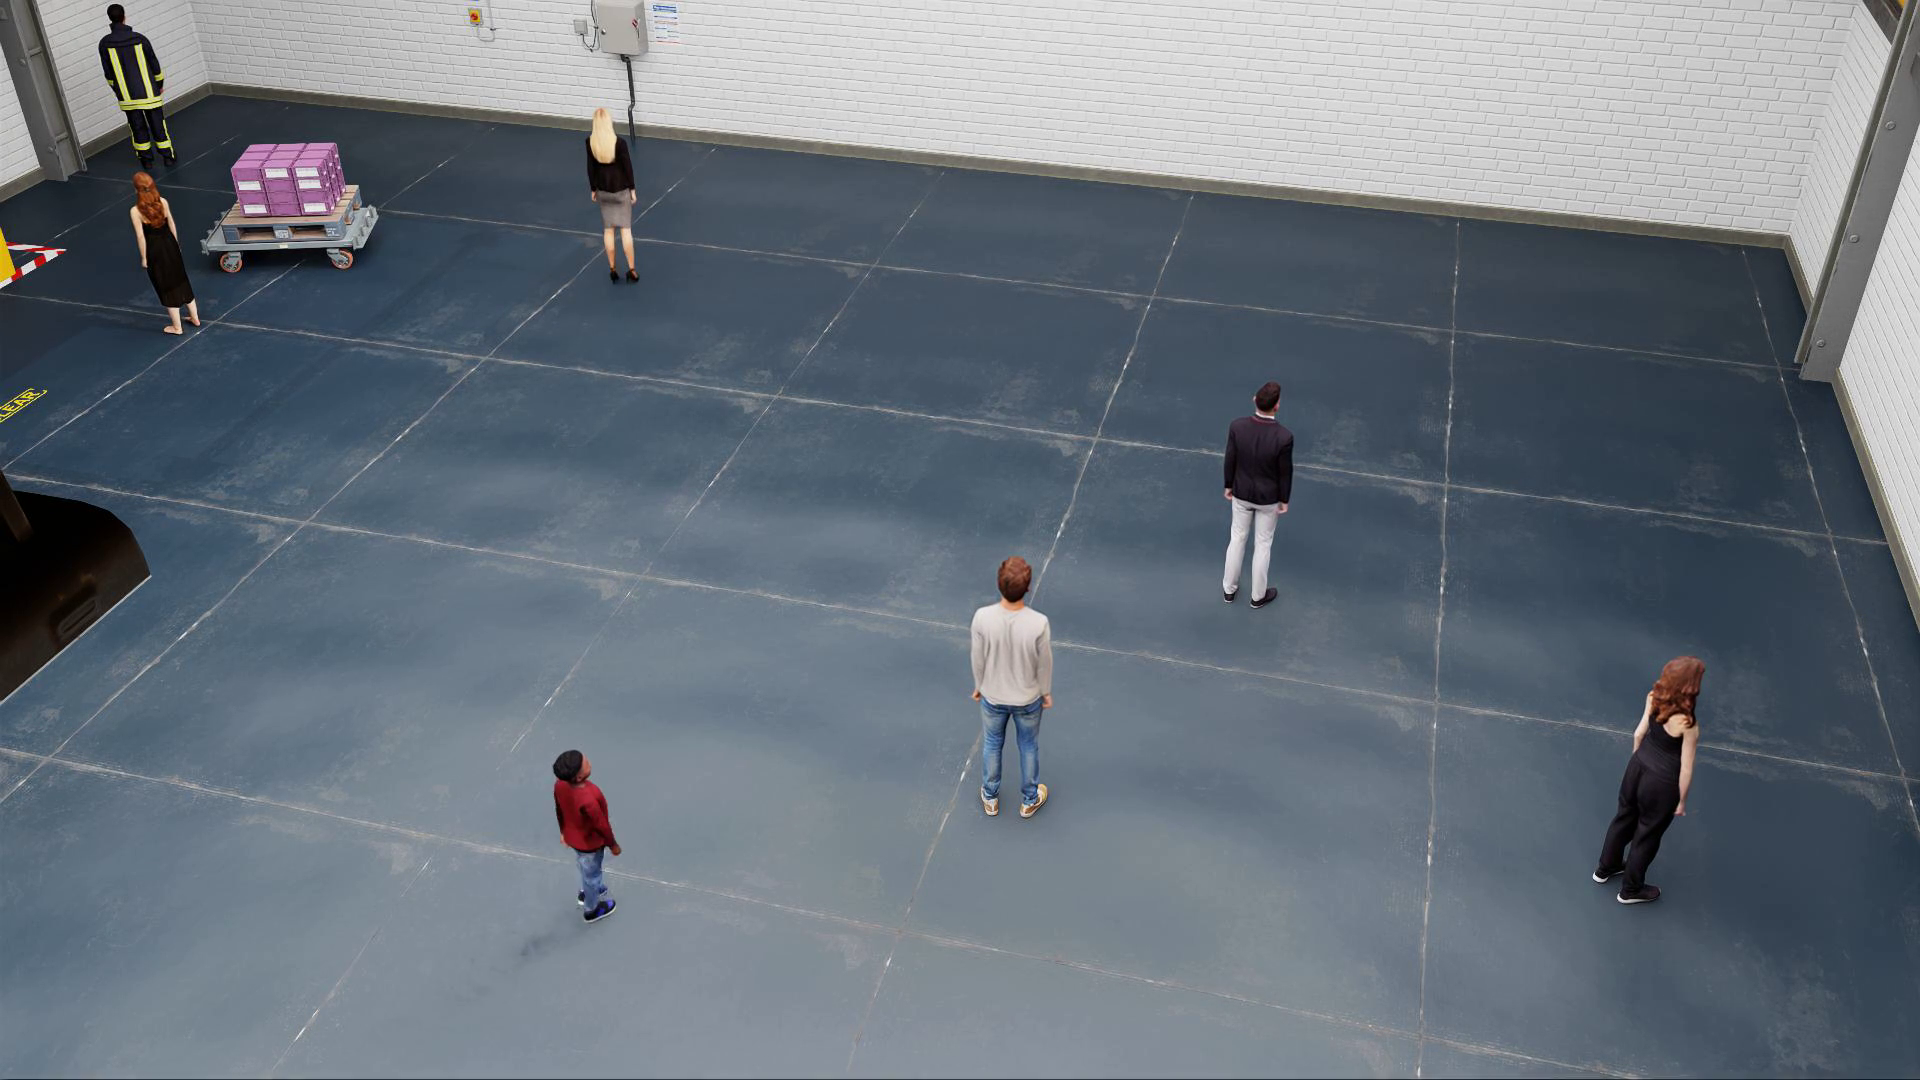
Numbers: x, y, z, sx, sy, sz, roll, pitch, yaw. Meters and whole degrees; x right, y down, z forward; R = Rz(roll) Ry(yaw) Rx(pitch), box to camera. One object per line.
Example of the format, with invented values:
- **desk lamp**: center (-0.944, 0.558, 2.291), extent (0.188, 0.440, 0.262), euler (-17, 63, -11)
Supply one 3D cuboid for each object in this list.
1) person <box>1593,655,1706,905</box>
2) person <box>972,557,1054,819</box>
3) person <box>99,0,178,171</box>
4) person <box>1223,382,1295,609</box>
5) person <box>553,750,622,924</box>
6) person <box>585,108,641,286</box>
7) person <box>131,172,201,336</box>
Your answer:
- **person**: center (4.020, 1.380, 9.659), extent (0.720, 1.748, 0.640), euler (-14, 36, -19)
- **person**: center (0.319, 0.928, 10.198), extent (0.672, 1.905, 0.602), euler (5, 34, 8)
- **person**: center (-9.719, -5.356, 19.631), extent (0.887, 1.928, 0.910), euler (-13, 36, -19)
- **person**: center (2.159, -0.327, 12.140), extent (0.704, 1.845, 0.637), euler (16, 37, 23)
- **person**: center (-2.201, 1.733, 9.581), extent (0.614, 1.247, 0.581), euler (-28, 42, -35)
- **person**: center (-3.523, -3.481, 16.888), extent (0.656, 1.841, 0.605), euler (2, 34, 3)
- **person**: center (-7.676, -2.765, 16.005), extent (0.688, 1.625, 0.592), euler (19, 38, 26)
